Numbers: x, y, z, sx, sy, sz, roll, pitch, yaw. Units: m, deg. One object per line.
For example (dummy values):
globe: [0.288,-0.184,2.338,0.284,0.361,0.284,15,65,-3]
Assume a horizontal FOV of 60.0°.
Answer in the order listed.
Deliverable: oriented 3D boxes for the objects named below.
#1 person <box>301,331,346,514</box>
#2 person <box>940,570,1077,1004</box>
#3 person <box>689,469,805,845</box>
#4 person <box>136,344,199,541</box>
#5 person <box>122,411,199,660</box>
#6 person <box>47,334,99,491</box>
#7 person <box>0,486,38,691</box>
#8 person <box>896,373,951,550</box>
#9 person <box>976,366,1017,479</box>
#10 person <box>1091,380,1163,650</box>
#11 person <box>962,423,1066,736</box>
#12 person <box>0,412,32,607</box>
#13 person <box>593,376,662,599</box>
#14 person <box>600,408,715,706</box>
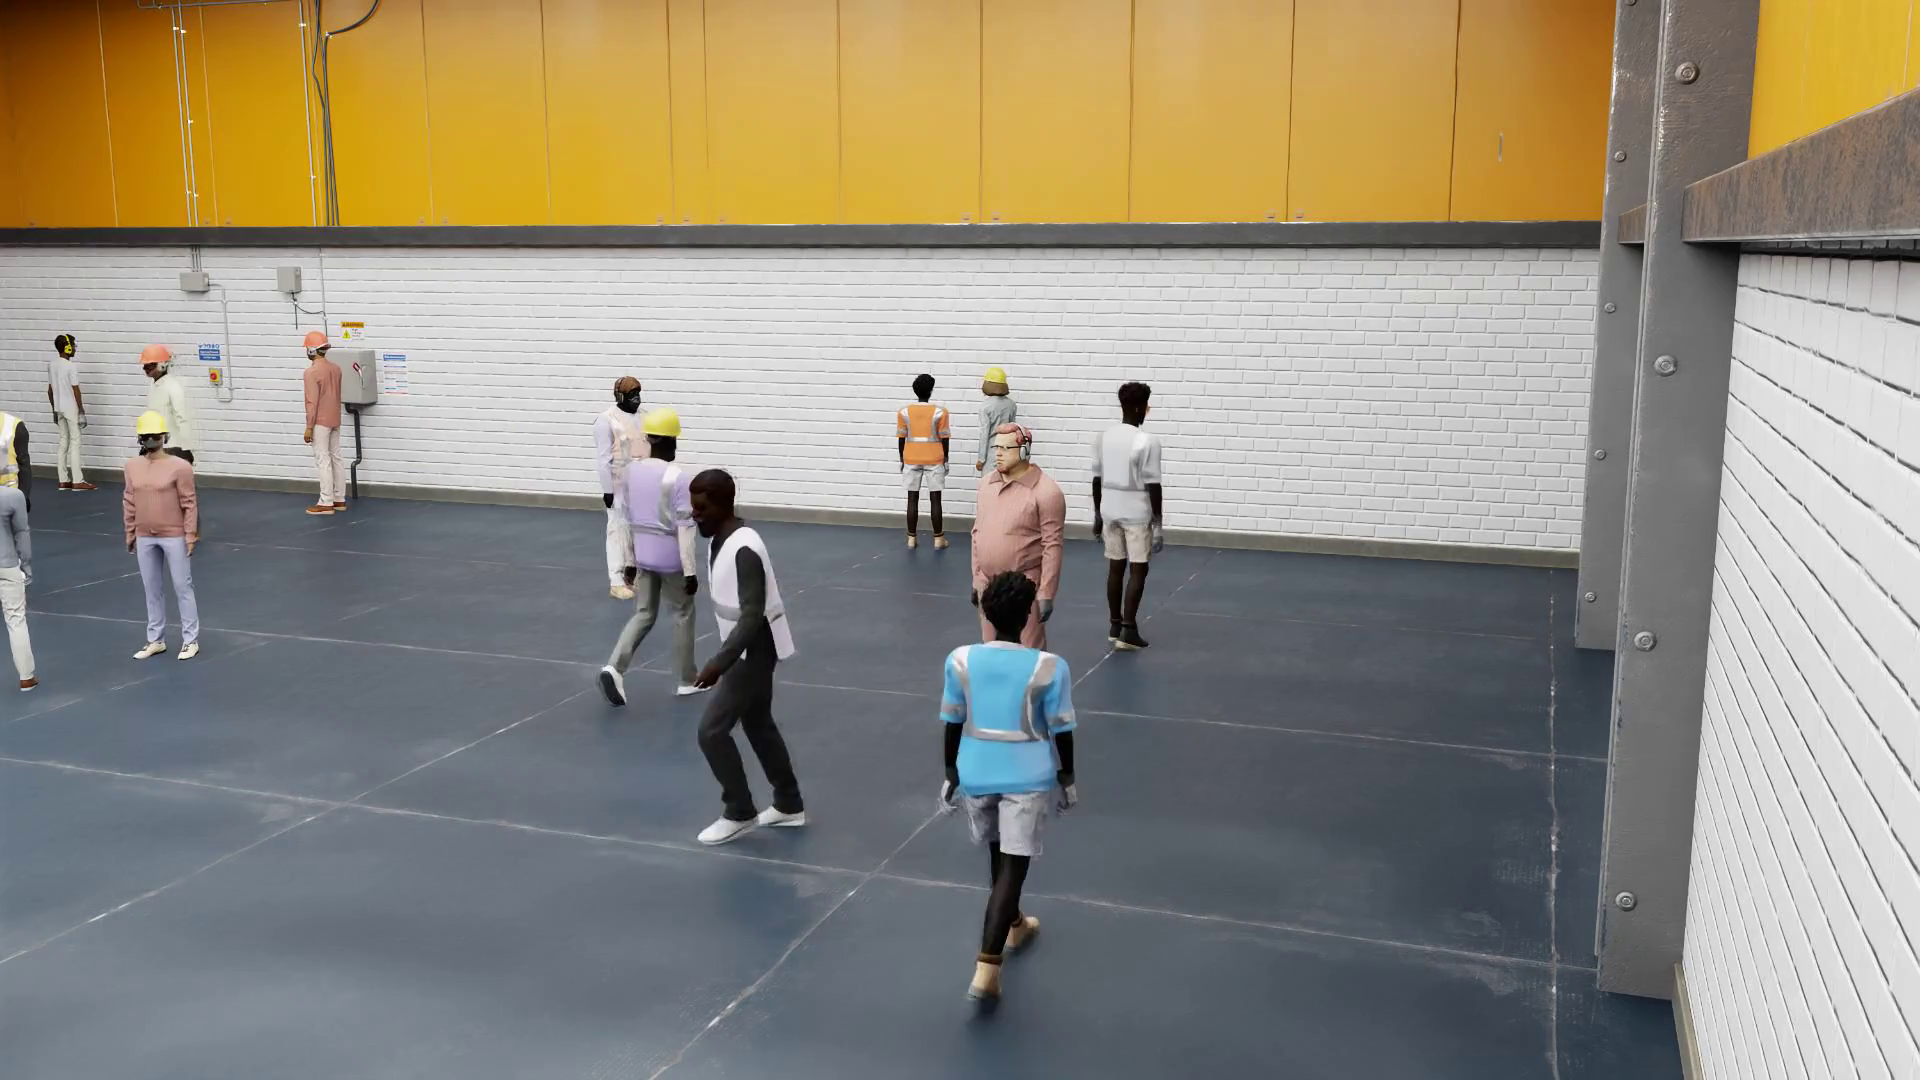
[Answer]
person: [-6.953,-1.278,18.146,0.376,1.995,0.612,2,10,9]
person: [0.176,0.948,6.553,0.543,1.663,0.864,4,11,23]
person: [-1.031,0.574,8.081,0.653,1.864,0.612,-3,11,-18]
person: [-7.734,-0.921,16.210,0.552,1.968,0.634,-8,13,-39]
person: [-5.646,-0.027,11.743,0.532,1.770,0.306,1,10,6]
person: [-10.645,-1.521,19.870,0.526,1.869,0.315,5,11,26]
person: [-6.320,0.202,10.830,0.501,1.633,0.288,-6,12,-32]
person: [-0.348,-0.748,15.997,0.535,1.697,0.321,2,10,12]
person: [0.343,-0.827,16.306,0.493,1.745,0.294,-10,14,-44]
person: [1.224,-0.192,12.147,0.635,1.968,0.399,10,14,44]
person: [0.296,0.268,9.690,0.638,1.909,0.408,9,13,41]
person: [-7.807,-0.350,13.371,0.621,1.839,0.429,-3,11,-16]
person: [-2.745,-0.444,13.886,0.429,1.844,0.622,7,12,33]
person: [-1.935,0.112,10.572,0.597,1.902,0.831,6,12,32]
